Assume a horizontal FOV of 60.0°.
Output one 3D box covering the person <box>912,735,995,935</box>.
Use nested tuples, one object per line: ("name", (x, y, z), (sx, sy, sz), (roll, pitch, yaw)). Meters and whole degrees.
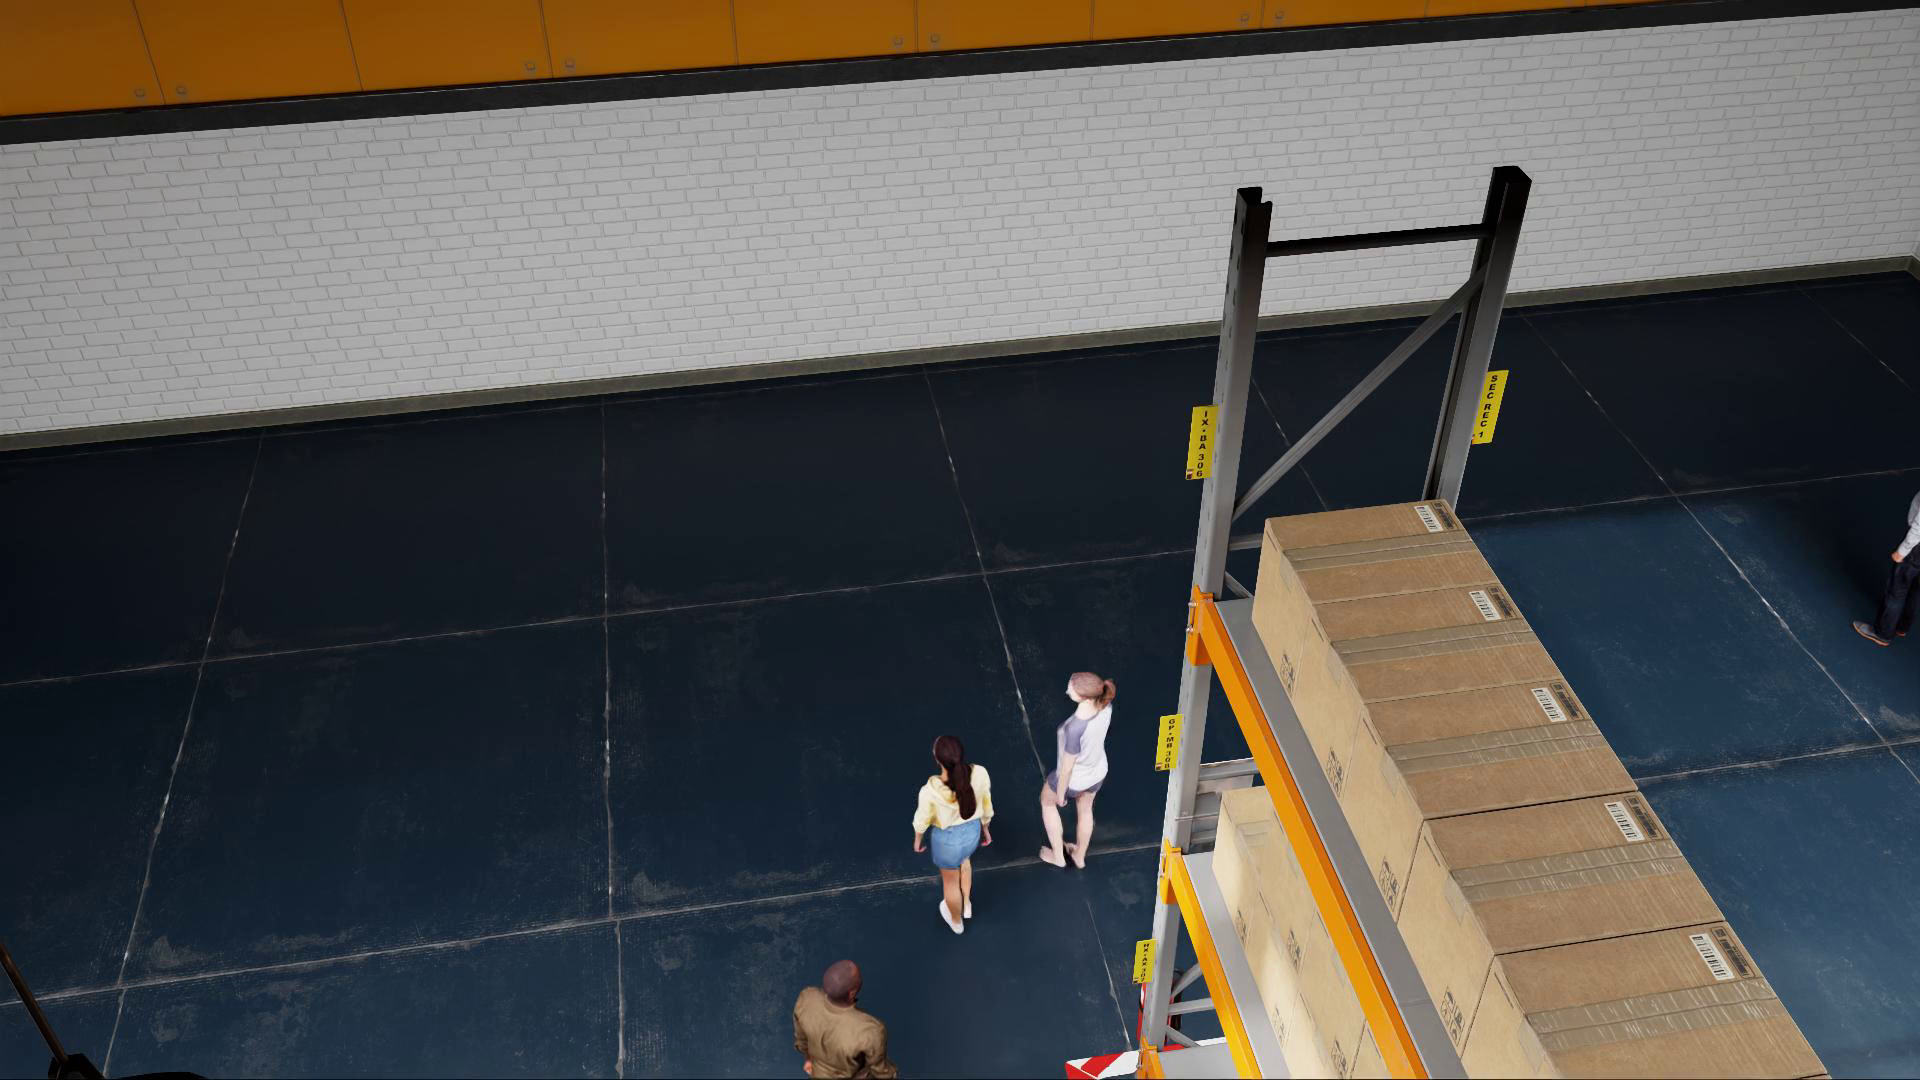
("person", (0.002, 1.849, 10.085), (0.729, 1.622, 0.709), (-18, 42, -22))

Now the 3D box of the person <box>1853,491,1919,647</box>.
("person", (7.108, 0.005, 12.235), (0.709, 1.820, 0.664), (-17, 42, -20))

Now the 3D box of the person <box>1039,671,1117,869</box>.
("person", (0.792, 1.506, 10.413), (0.716, 1.748, 0.732), (-20, 43, -23))

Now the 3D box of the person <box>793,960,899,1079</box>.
("person", (-0.594, 2.817, 8.710), (0.799, 1.825, 0.821), (19, 42, 22))
